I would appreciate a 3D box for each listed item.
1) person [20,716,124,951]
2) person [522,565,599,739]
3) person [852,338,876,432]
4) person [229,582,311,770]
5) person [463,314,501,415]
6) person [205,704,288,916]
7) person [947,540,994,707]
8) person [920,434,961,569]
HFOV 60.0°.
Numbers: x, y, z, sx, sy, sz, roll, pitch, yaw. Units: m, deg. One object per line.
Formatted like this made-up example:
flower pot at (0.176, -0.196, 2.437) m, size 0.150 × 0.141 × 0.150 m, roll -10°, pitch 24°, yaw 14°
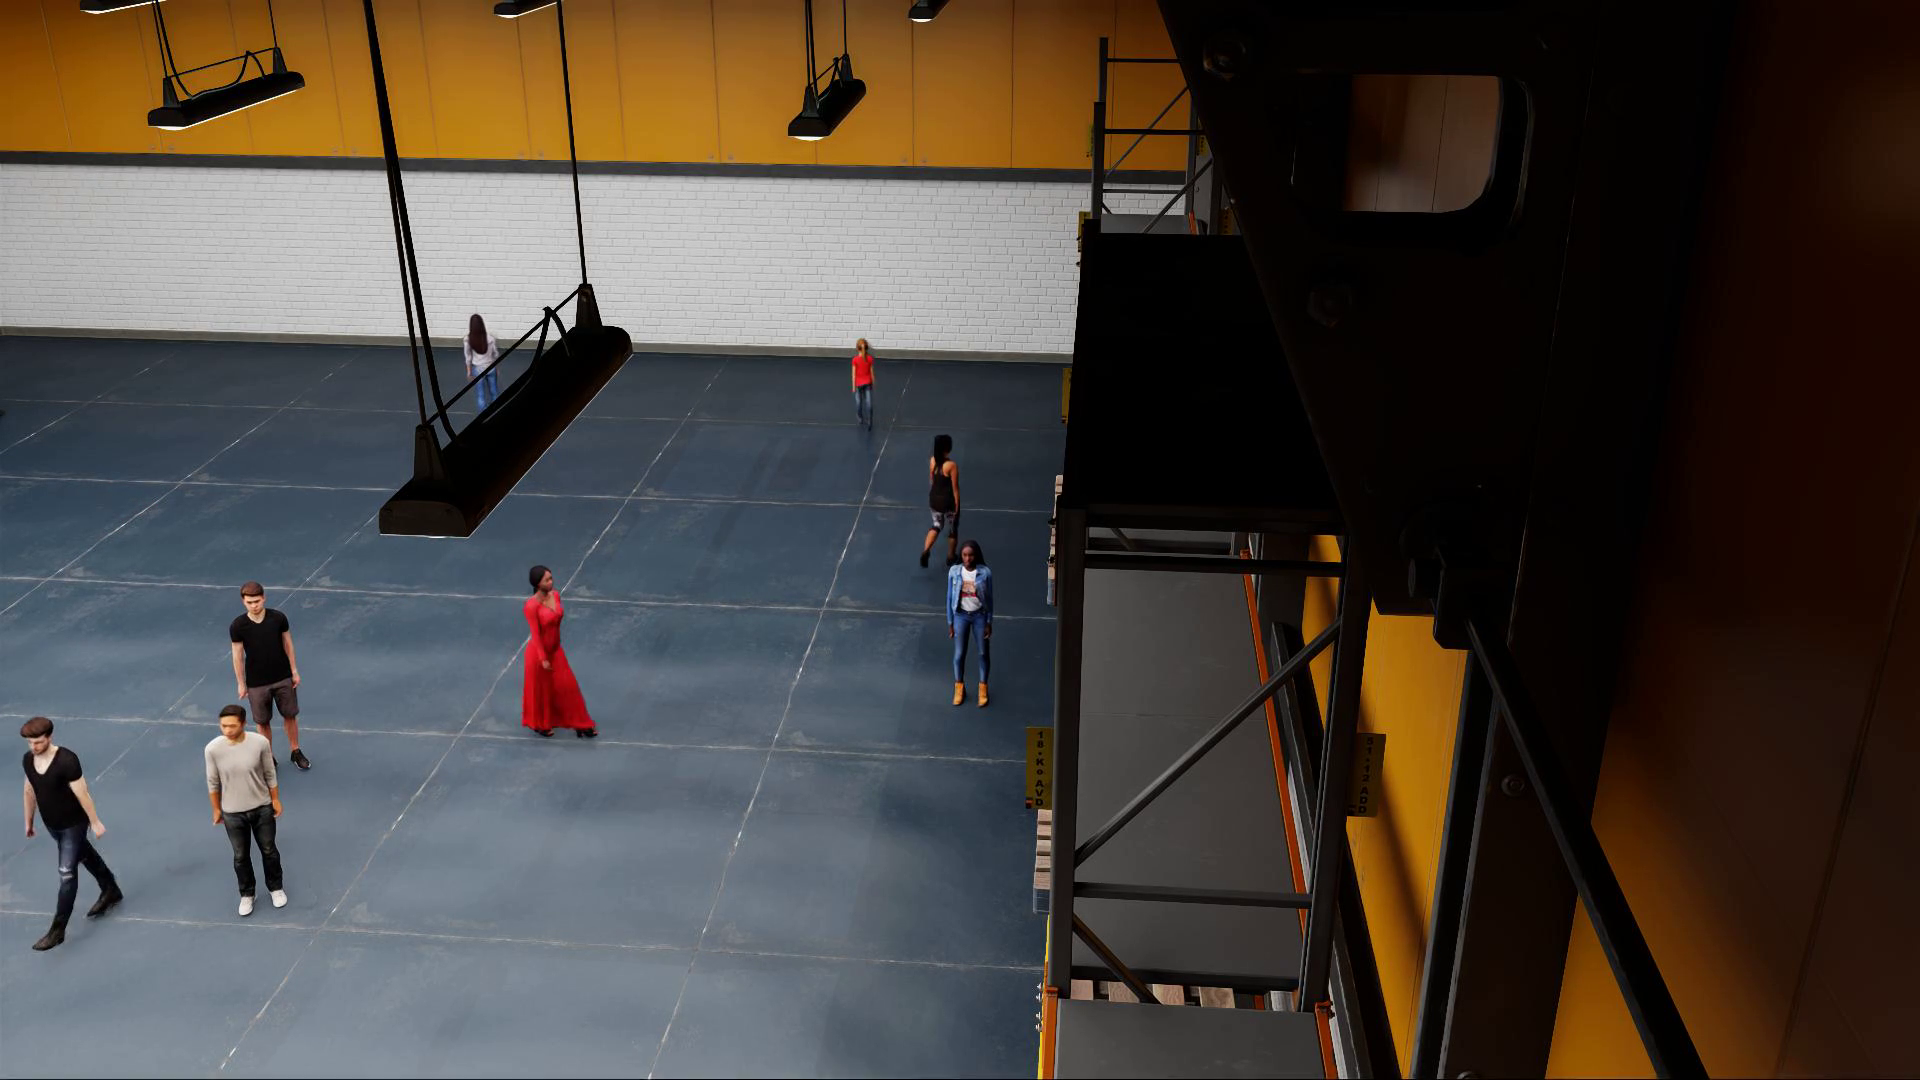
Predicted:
person at (-6.809, 2.124, 12.831) m, size 0.932 × 1.854 × 1.211 m, roll 9°, pitch 25°, yaw 20°
person at (-3.903, 1.053, 15.402) m, size 0.952 × 1.758 × 1.036 m, roll 14°, pitch 27°, yaw 29°
person at (-1.343, -2.163, 23.339) m, size 0.676 × 1.292 × 0.939 m, roll -5°, pitch 24°, yaw -11°
person at (-6.184, 1.216, 14.899) m, size 0.774 × 1.861 × 0.784 m, roll -13°, pitch 27°, yaw -27°
person at (-6.707, -2.388, 23.431) m, size 0.682 × 1.631 × 0.685 m, roll -11°, pitch 26°, yaw -23°
person at (-5.583, 2.068, 13.018) m, size 0.736 × 1.808 × 0.717 m, roll -9°, pitch 25°, yaw -20°
person at (0.107, 0.784, 16.074) m, size 0.581 × 1.711 × 0.493 m, roll 2°, pitch 24°, yaw 5°
person at (-0.233, -0.418, 18.905) m, size 0.858 × 1.647 × 1.008 m, roll 16°, pitch 28°, yaw 33°
